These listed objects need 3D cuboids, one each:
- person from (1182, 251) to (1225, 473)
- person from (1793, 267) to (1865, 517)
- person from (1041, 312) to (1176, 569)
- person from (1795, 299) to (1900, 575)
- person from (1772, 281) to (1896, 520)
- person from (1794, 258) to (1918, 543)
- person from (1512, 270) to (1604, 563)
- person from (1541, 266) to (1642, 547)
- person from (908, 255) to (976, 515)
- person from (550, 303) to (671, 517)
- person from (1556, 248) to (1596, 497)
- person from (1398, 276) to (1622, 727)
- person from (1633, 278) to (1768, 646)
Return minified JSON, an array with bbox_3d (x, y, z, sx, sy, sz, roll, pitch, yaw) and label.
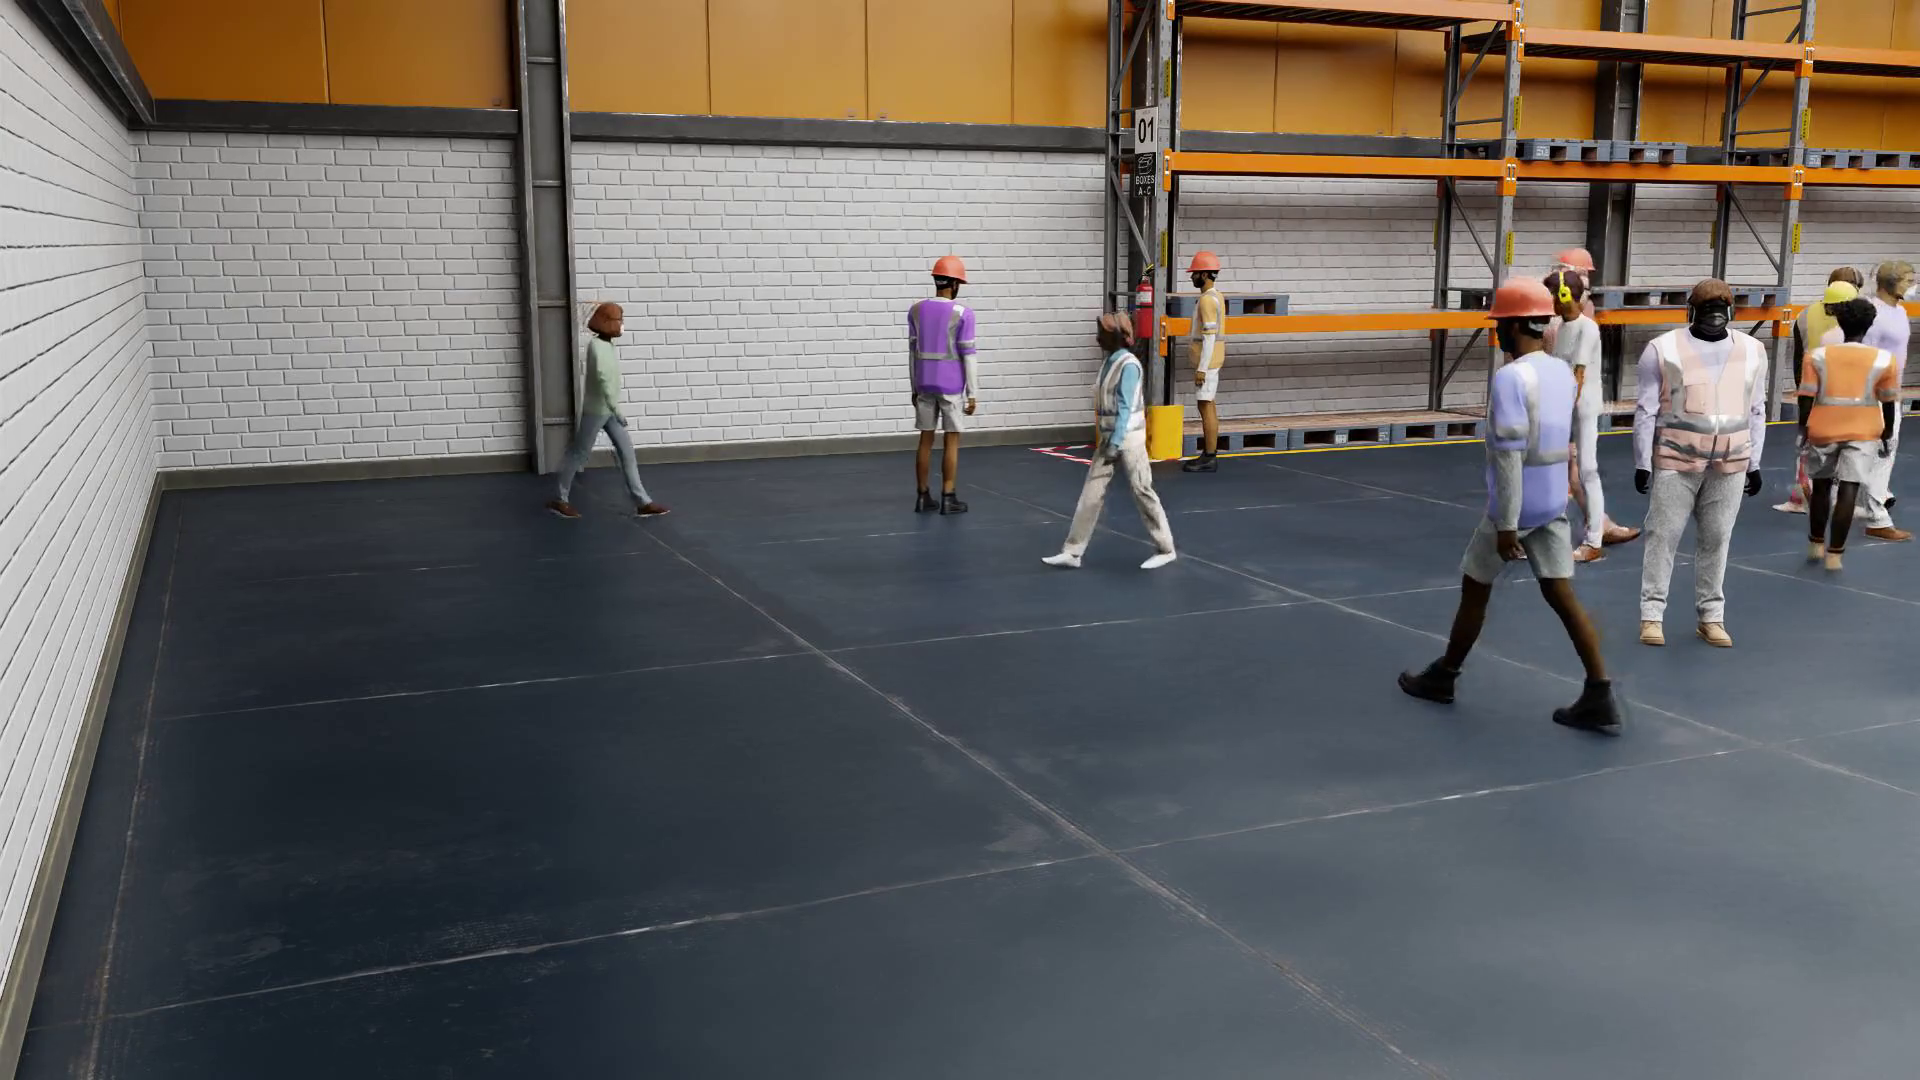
[{"bbox_3d":[2.140,-1.560,14.637,0.358,1.936,0.552,3,11,14],"label":"person"},{"bbox_3d":[6.474,-1.089,12.304,0.429,1.838,0.622,-5,11,-26],"label":"person"},{"bbox_3d":[0.966,-0.594,10.209,0.854,1.592,0.525,-3,11,-17],"label":"person"},{"bbox_3d":[5.466,-0.644,10.254,0.547,1.665,0.688,7,12,33],"label":"person"},{"bbox_3d":[6.444,-1.016,12.151,0.533,1.740,0.787,-4,11,-22],"label":"person"},{"bbox_3d":[6.174,-0.957,11.346,0.718,1.921,0.635,9,14,41],"label":"person"},{"bbox_3d":[3.777,-0.751,10.411,0.719,1.836,0.558,-2,10,-9],"label":"person"},{"bbox_3d":[4.022,-0.880,11.075,0.990,1.853,0.653,2,10,9],"label":"person"},{"bbox_3d":[-0.118,-1.141,12.361,0.554,1.922,0.391,5,11,27],"label":"person"},{"bbox_3d":[-2.620,-0.940,12.177,0.890,1.581,0.504,2,10,9],"label":"person"},{"bbox_3d":[4.715,-1.306,13.134,0.591,1.977,0.631,-3,11,-15],"label":"person"},{"bbox_3d":[2.393,-0.164,7.021,0.569,1.887,1.016,-8,13,-39],"label":"person"},{"bbox_3d":[3.699,-0.379,8.324,0.637,1.842,0.429,1,10,6],"label":"person"}]
